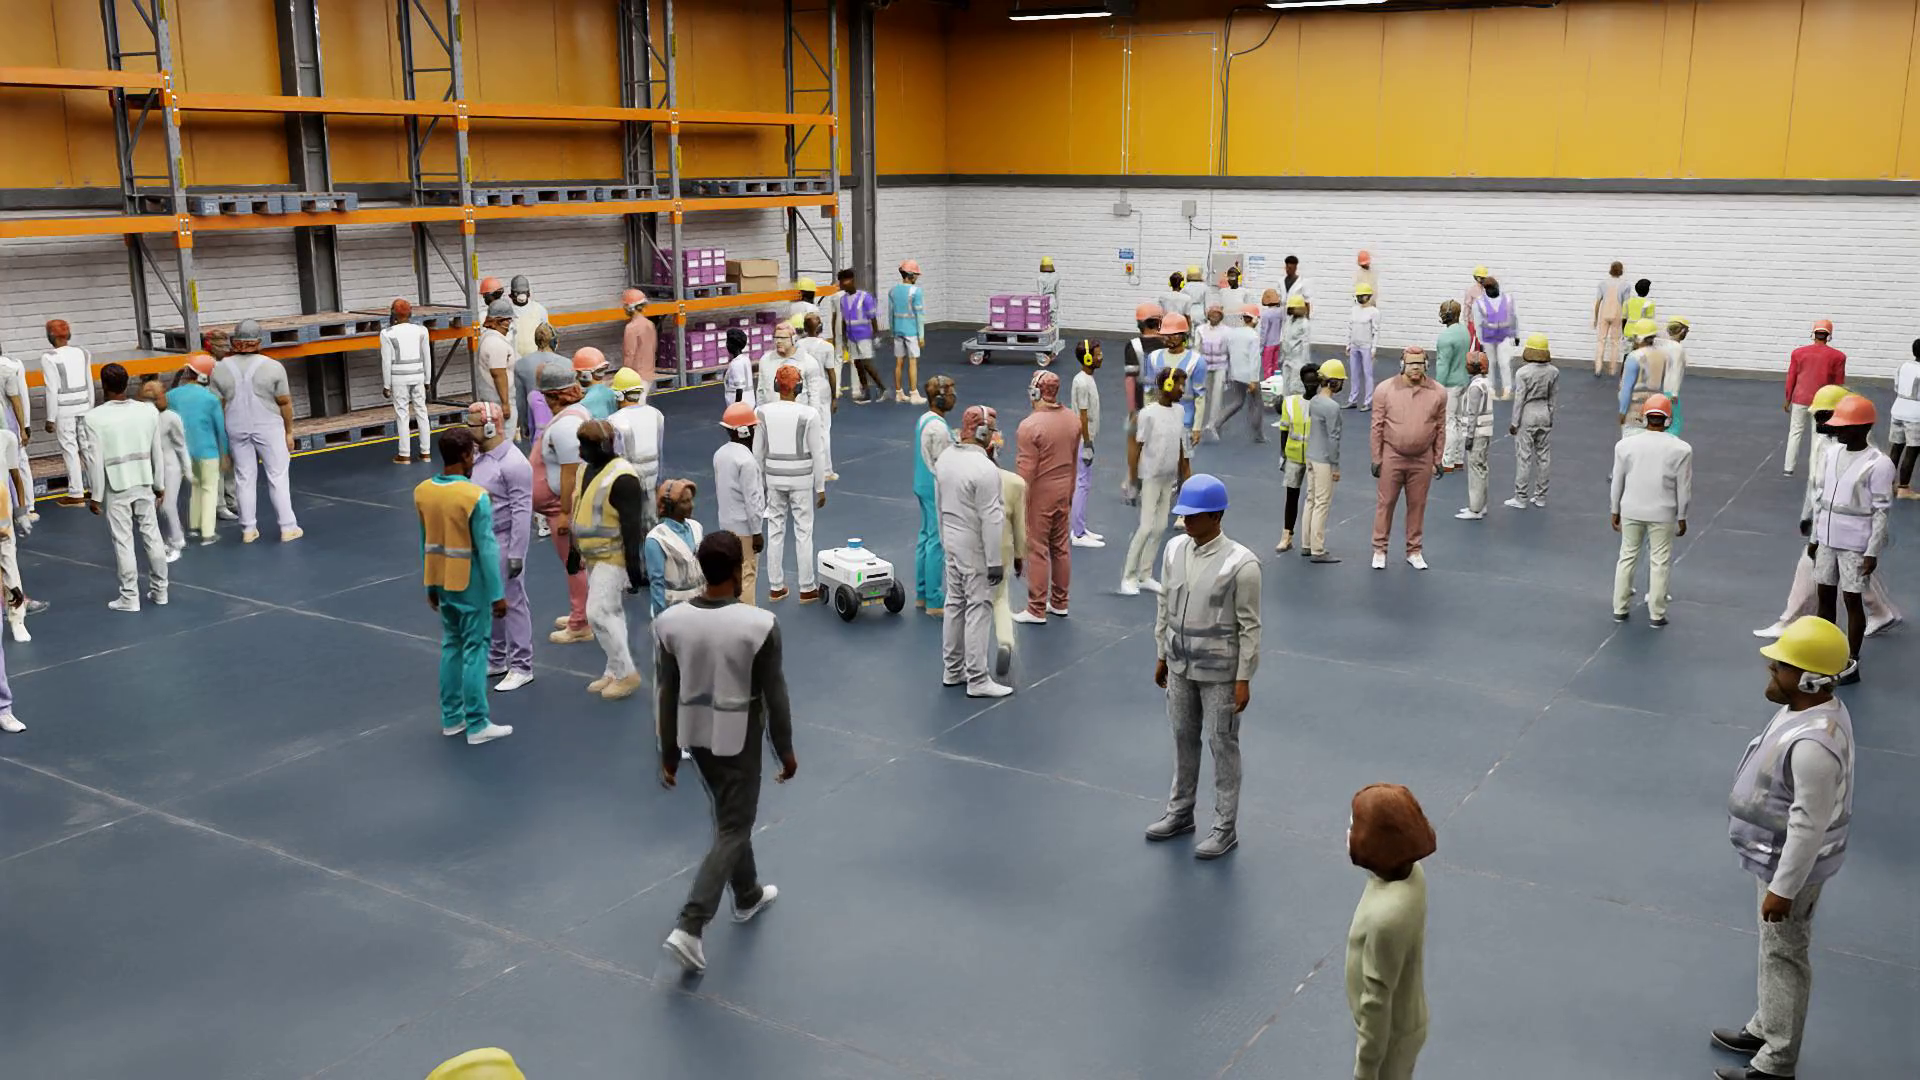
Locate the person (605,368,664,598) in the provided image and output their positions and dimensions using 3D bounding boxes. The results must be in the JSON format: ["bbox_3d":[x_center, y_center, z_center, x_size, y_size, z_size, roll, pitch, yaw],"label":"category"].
[{"bbox_3d":[-2.610,-0.455,13.236,0.404,1.833,0.593,8,15,32],"label":"person"}]

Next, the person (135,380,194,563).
[{"bbox_3d":[-6.867,-0.608,14.400,0.503,1.602,0.485,4,14,18],"label":"person"}]

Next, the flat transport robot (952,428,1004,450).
[{"bbox_3d":[0.073,-1.103,19.467,0.652,0.197,1.431,3,13,11],"label":"flat transport robot"}]

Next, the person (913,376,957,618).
[{"bbox_3d":[-0.178,-0.332,12.676,0.344,1.845,0.506,-4,13,-16],"label":"person"}]

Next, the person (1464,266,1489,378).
[{"bbox_3d":[8.239,-3.470,26.461,0.533,1.767,0.312,-6,14,-24],"label":"person"}]

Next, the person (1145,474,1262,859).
[{"bbox_3d":[1.210,0.623,8.308,0.405,1.945,0.615,-11,17,-40],"label":"person"}]

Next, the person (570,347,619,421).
[{"bbox_3d":[-2.894,-0.555,13.335,0.406,1.987,0.615,7,15,27],"label":"person"}]

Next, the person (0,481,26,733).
[{"bbox_3d":[-5.935,0.256,9.943,0.371,1.929,0.584,11,17,41],"label":"person"}]

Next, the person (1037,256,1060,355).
[{"bbox_3d":[1.536,-4.129,29.372,0.492,1.740,0.325,-9,16,-35],"label":"person"}]

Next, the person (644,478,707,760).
[{"bbox_3d":[-1.645,0.448,9.735,0.308,1.643,0.511,5,14,22],"label":"person"}]

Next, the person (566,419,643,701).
[{"bbox_3d":[-2.314,0.121,10.754,0.492,1.826,0.628,-8,15,-33],"label":"person"}]

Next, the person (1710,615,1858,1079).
[{"bbox_3d":[3.064,1.167,6.191,0.404,1.837,0.590,6,14,23],"label":"person"}]

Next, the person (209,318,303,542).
[{"bbox_3d":[-6.385,-0.998,15.136,0.674,2.000,0.537,-1,13,-4],"label":"person"}]

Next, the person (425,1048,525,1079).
[{"bbox_3d":[-0.964,1.856,3.382,0.339,1.761,0.524,-6,14,-24],"label":"person"}]

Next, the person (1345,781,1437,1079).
[{"bbox_3d":[1.297,1.521,5.121,0.278,1.624,0.494,5,14,19],"label":"person"}]

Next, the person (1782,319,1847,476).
[{"bbox_3d":[9.327,-1.546,18.180,0.576,1.737,0.355,5,14,21],"label":"person"}]

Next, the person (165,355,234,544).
[{"bbox_3d":[-6.881,-0.826,15.107,0.612,1.710,0.469,2,13,8],"label":"person"}]

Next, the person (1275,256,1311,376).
[{"bbox_3d":[5.140,-3.503,26.243,0.941,1.923,0.630,-13,18,-43],"label":"person"}]

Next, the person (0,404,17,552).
[{"bbox_3d":[-8.557,-0.651,14.510,0.523,1.639,0.309,-10,16,-36],"label":"person"}]

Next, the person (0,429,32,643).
[{"bbox_3d":[-6.951,-0.162,11.893,0.526,1.865,0.315,-7,15,-28],"label":"person"}]

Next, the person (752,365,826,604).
[{"bbox_3d":[-1.326,-0.434,13.025,0.584,1.885,0.345,4,13,15],"label":"person"}]

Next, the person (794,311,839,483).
[{"bbox_3d":[-1.554,-1.527,17.857,0.506,1.847,0.345,4,14,17],"label":"person"}]

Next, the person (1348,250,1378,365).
[{"bbox_3d":[6.849,-3.911,28.007,0.747,1.946,0.386,-10,16,-38],"label":"person"}]

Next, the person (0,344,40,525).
[{"bbox_3d":[-9.122,-1.050,15.785,0.520,1.845,0.330,0,13,2],"label":"person"}]

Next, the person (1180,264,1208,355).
[{"bbox_3d":[3.851,-3.670,27.413,0.521,1.718,0.450,-3,13,-11],"label":"person"}]

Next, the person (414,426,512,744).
[{"bbox_3d":[-2.972,0.273,9.915,0.594,1.911,0.406,8,15,32],"label":"person"}]

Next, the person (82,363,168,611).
[{"bbox_3d":[-6.418,-0.406,12.835,0.378,1.917,0.598,8,15,32],"label":"person"}]

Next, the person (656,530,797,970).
[{"bbox_3d":[-1.062,0.892,7.285,0.591,1.881,0.923,6,14,25],"label":"person"}]

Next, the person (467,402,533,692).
[{"bbox_3d":[-3.070,0.038,10.942,0.642,1.907,0.410,11,17,40],"label":"person"}]

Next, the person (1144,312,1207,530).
[{"bbox_3d":[1.999,-1.117,15.647,0.607,2.044,0.377,7,15,29],"label":"person"}]

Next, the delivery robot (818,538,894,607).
[{"bbox_3d":[-0.812,0.232,12.850,0.477,0.478,0.707,-8,15,-31],"label":"delivery robot"}]

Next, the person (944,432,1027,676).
[{"bbox_3d":[0.172,0.085,11.153,0.570,1.720,0.626,-2,13,-9],"label":"person"}]

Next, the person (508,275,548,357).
[{"bbox_3d":[-5.479,-2.315,20.846,0.683,2.000,0.535,-4,14,-17],"label":"person"}]

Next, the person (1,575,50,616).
[{"bbox_3d":[-7.350,-0.238,12.522,0.580,1.717,0.787,11,17,39],"label":"person"}]

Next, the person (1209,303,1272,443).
[{"bbox_3d":[3.440,-2.020,20.269,0.732,1.719,0.565,-5,14,-20],"label":"person"}]

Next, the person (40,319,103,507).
[{"bbox_3d":[-8.914,-1.271,16.663,0.338,1.882,0.583,4,14,16],"label":"person"}]

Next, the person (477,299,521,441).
[{"bbox_3d":[-4.726,-1.496,17.294,0.535,2.000,0.689,-5,14,-22],"label":"person"}]

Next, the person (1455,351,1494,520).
[{"bbox_3d":[4.999,-1.014,16.110,0.318,1.630,0.513,6,14,25],"label":"person"}]
